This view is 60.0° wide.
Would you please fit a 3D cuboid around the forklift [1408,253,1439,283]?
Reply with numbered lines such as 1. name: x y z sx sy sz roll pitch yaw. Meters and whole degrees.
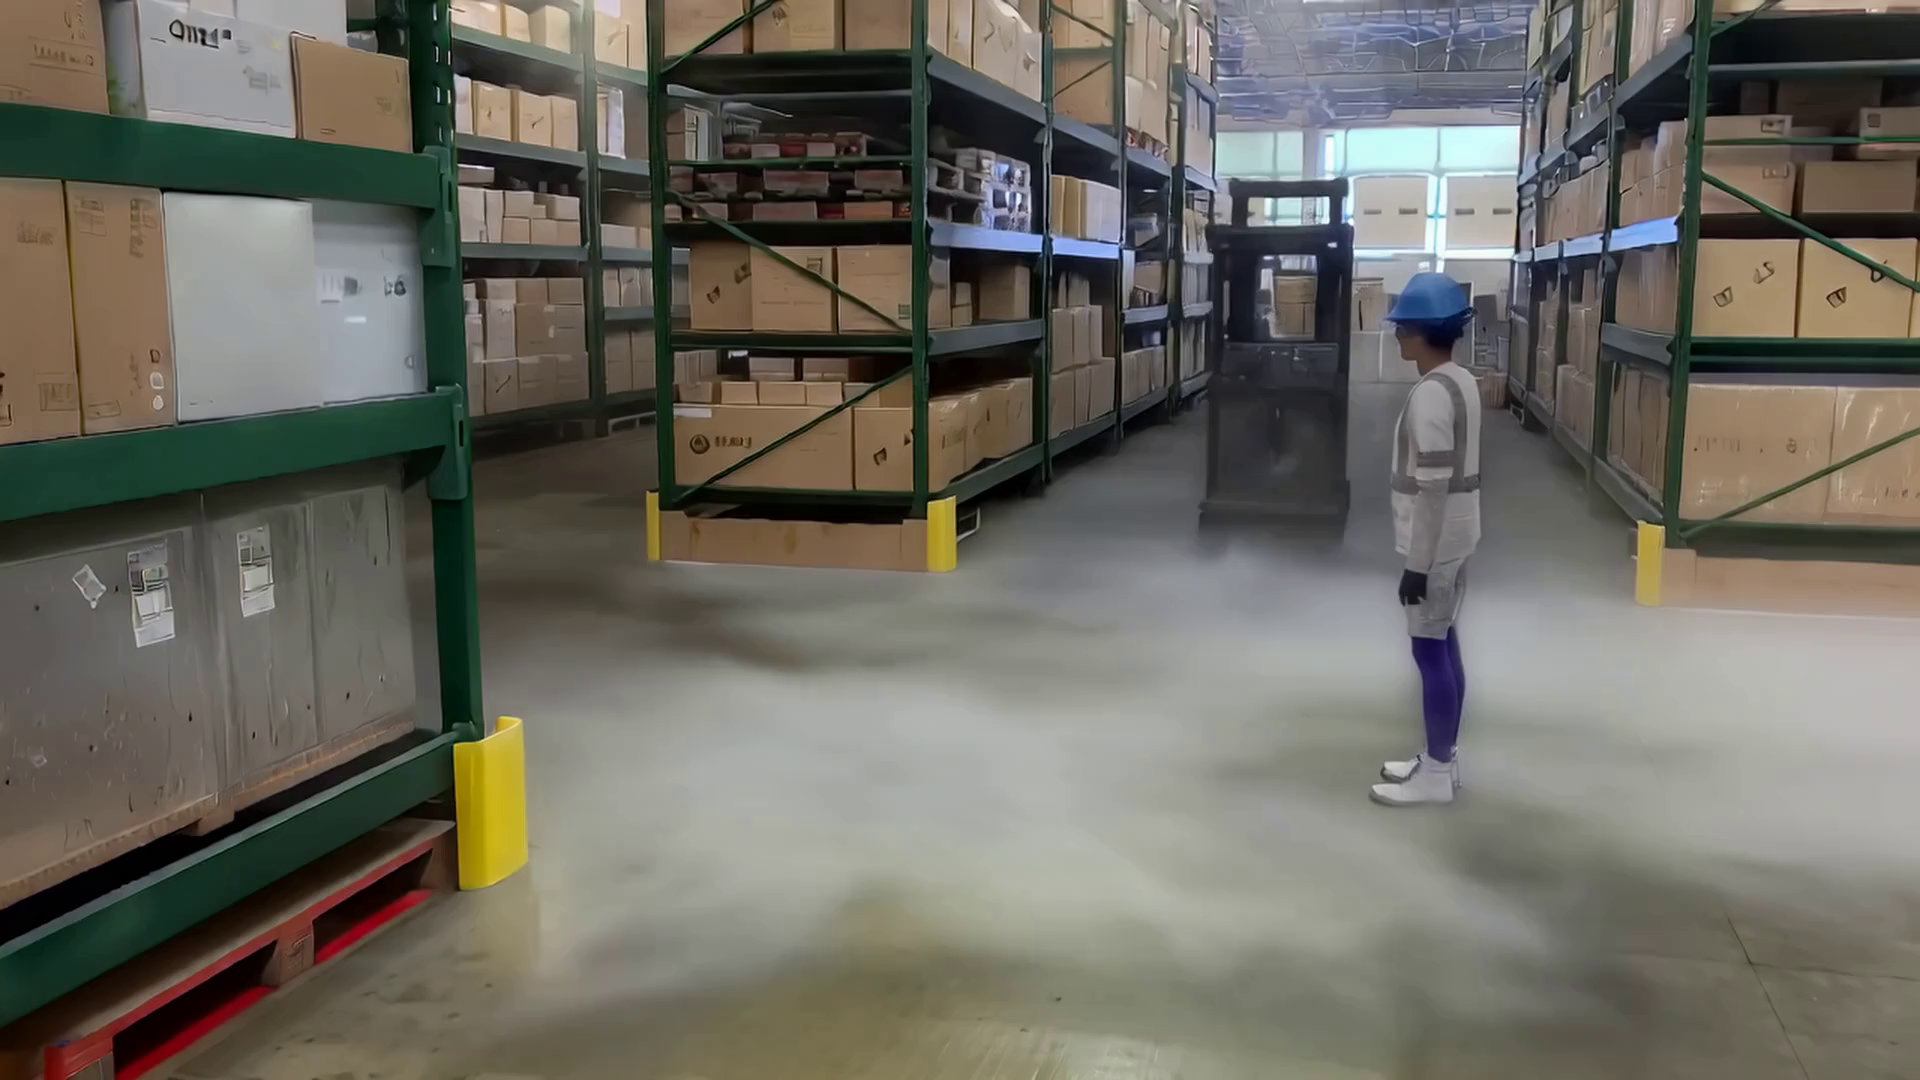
1. forklift: 14.972 -7.886 53.875 1.129 2.768 1.873 -3 9 -19

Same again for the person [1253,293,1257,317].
1. person: 9.671 -7.538 55.672 0.773 1.607 0.539 0 9 0

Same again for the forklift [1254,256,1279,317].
1. forklift: 11.325 -9.117 61.693 1.129 2.768 1.873 2 9 15

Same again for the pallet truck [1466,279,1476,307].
1. pallet truck: 18.896 -8.459 60.307 1.885 1.965 0.823 5 10 31

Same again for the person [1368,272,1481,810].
1. person: 1.777 0.010 6.355 0.391 2.045 0.608 4 10 26

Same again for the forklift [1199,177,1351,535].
1. forklift: 2.663 -1.559 13.676 1.129 2.768 1.873 2 9 15
